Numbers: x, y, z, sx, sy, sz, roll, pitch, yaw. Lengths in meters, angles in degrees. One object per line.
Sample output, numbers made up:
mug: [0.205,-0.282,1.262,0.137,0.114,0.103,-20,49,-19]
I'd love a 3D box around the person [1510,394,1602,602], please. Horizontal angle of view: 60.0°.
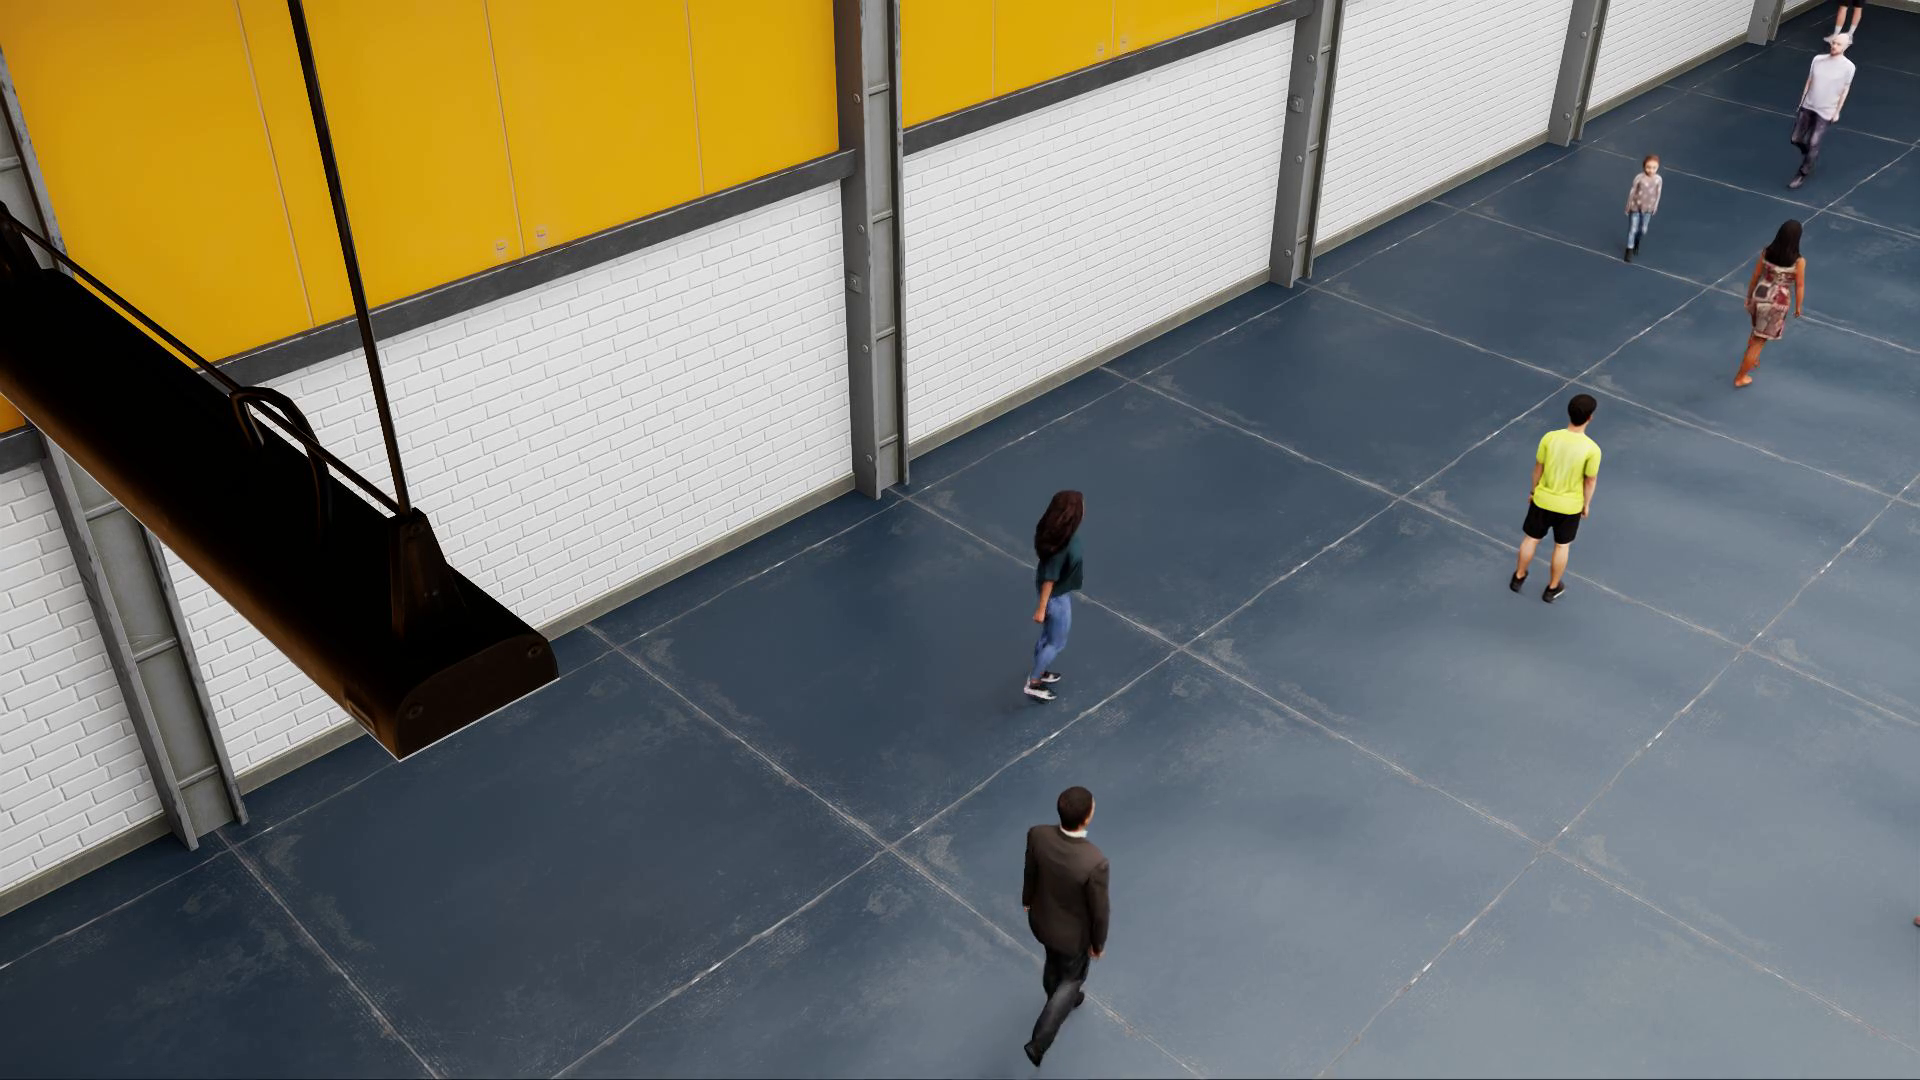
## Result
person: [4.560,-0.320,12.661,0.650,1.705,0.588,21,39,28]

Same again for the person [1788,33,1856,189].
person: [10.269,-5.126,19.787,0.933,1.820,0.723,-24,40,-31]

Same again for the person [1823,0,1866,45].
person: [13.238,-8.210,24.381,0.739,1.871,0.834,-6,34,-9]

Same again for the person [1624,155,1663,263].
person: [7.418,-3.637,18.119,0.611,1.187,0.681,8,34,12]

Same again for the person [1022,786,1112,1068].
person: [0.508,2.108,8.942,0.796,1.778,0.990,21,39,28]

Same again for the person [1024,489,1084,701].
person: [0.618,0.393,11.692,0.834,1.589,0.768,9,35,13]

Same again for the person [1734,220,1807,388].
person: [7.511,-2.175,15.523,0.831,1.626,0.723,-21,39,-28]
